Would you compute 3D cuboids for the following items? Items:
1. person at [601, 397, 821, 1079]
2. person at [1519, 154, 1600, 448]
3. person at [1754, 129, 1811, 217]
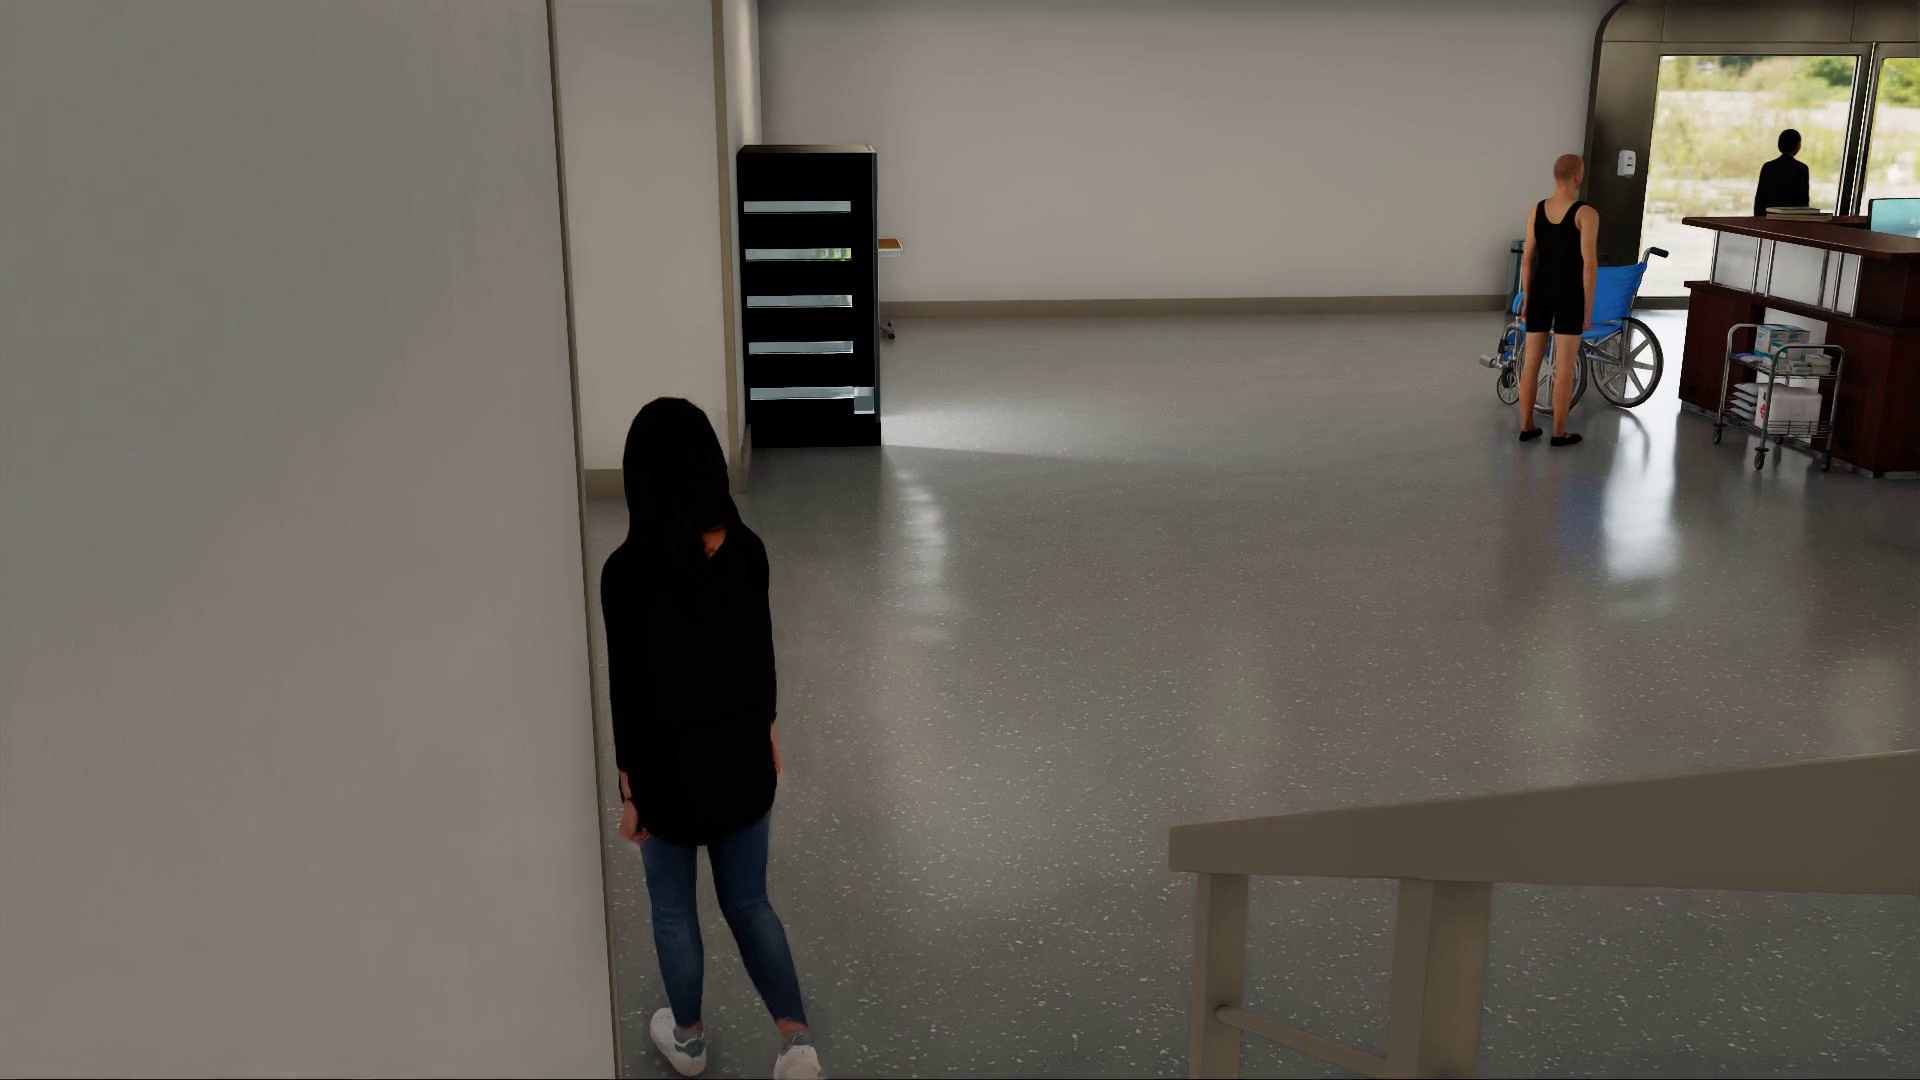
[{"bbox_3d":[-0.541,0.522,3.646,0.845,1.626,1.046,-9,18,-30],"label":"person"},{"bbox_3d":[3.767,-1.517,10.528,0.767,1.816,0.662,-13,20,-39],"label":"person"},{"bbox_3d":[7.095,-2.633,14.450,0.753,1.834,0.659,-13,20,-39],"label":"person"}]
